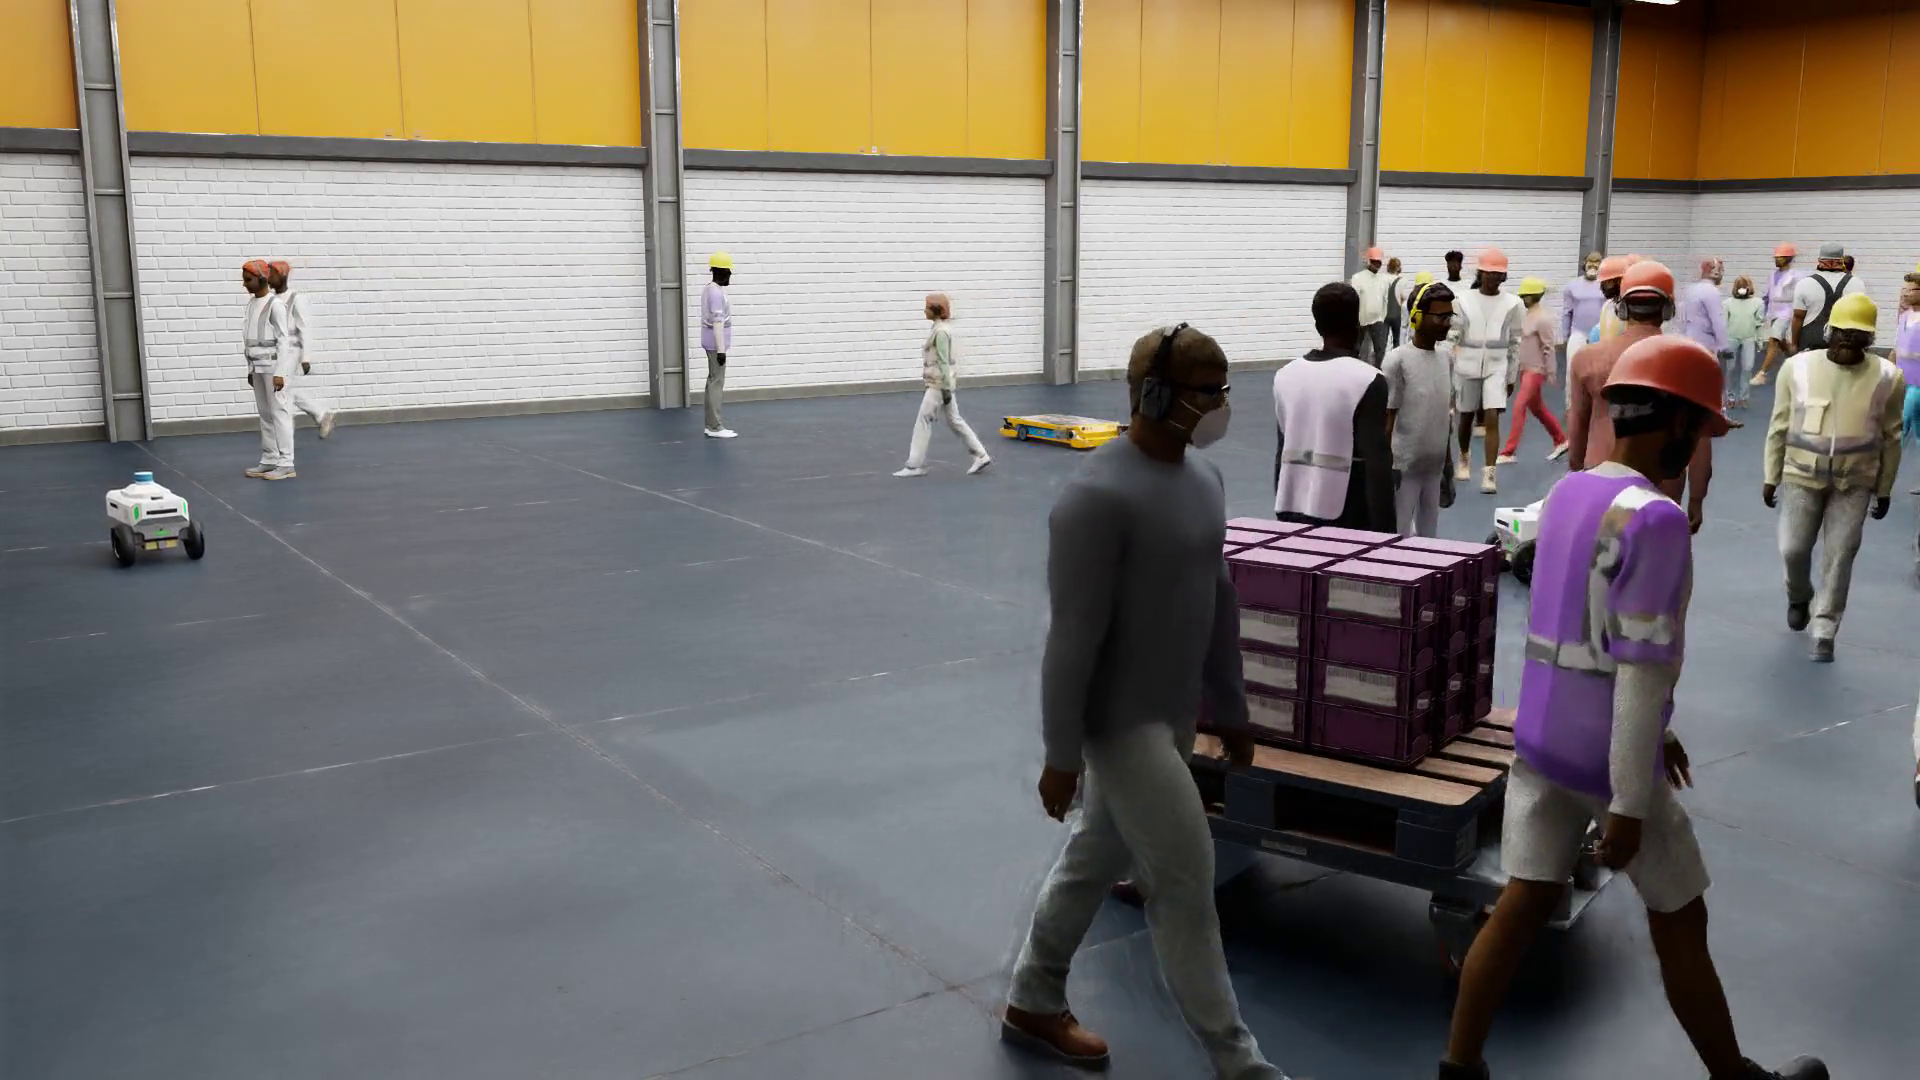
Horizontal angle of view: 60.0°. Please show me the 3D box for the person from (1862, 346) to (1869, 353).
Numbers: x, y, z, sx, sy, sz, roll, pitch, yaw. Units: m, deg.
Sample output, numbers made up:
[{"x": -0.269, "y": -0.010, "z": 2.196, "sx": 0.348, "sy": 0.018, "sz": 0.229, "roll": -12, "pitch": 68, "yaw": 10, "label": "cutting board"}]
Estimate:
[{"x": 10.551, "y": -2.324, "z": 19.834, "sx": 0.856, "sy": 1.597, "sz": 0.524, "roll": -9, "pitch": 14, "yaw": -40, "label": "person"}]

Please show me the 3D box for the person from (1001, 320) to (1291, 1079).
[{"x": 0.489, "y": 0.436, "z": 3.915, "sx": 1.016, "sy": 1.883, "sz": 0.635, "roll": 7, "pitch": 12, "yaw": 32, "label": "person"}]

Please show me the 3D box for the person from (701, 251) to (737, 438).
[{"x": -2.500, "y": -2.025, "z": 17.293, "sx": 0.382, "sy": 1.923, "sz": 0.593, "roll": -3, "pitch": 11, "yaw": -13, "label": "person"}]

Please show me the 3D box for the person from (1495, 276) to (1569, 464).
[{"x": 5.311, "y": -1.563, "z": 15.323, "sx": 0.891, "sy": 1.731, "sz": 0.532, "roll": -2, "pitch": 10, "yaw": -9, "label": "person"}]

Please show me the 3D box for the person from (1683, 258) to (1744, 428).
[{"x": 8.011, "y": -2.128, "z": 18.059, "sx": 1.007, "sy": 1.861, "sz": 0.643, "roll": 2, "pitch": 11, "yaw": 13, "label": "person"}]

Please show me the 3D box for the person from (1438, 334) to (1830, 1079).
[{"x": 1.502, "y": 0.474, "z": 3.774, "sx": 0.974, "sy": 1.854, "sz": 0.572, "roll": -2, "pitch": 10, "yaw": -9, "label": "person"}]

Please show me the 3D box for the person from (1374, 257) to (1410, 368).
[{"x": 6.216, "y": -3.184, "z": 24.006, "sx": 0.503, "sy": 1.808, "sz": 0.945, "roll": 5, "pitch": 12, "yaw": 26, "label": "person"}]

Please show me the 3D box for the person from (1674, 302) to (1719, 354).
[{"x": 8.444, "y": -2.195, "z": 19.065, "sx": 0.502, "sy": 1.611, "sz": 0.681, "roll": 4, "pitch": 11, "yaw": 22, "label": "person"}]

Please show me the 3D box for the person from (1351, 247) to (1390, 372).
[{"x": 5.530, "y": -2.975, "z": 22.467, "sx": 0.622, "sy": 1.942, "sz": 1.012, "roll": -3, "pitch": 11, "yaw": -15, "label": "person"}]

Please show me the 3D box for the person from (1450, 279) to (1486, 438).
[{"x": 5.266, "y": -1.867, "z": 17.105, "sx": 0.541, "sy": 1.677, "sz": 0.626, "roll": 8, "pitch": 13, "yaw": 37, "label": "person"}]

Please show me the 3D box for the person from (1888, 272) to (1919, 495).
[{"x": 7.539, "y": -1.226, "z": 13.271, "sx": 0.988, "sy": 1.792, "sz": 0.593, "roll": 1, "pitch": 10, "yaw": 5, "label": "person"}]

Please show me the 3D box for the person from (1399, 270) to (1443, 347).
[{"x": 5.193, "y": -2.169, "z": 18.677, "sx": 0.484, "sy": 1.714, "sz": 0.745, "roll": 4, "pitch": 11, "yaw": 23, "label": "person"}]

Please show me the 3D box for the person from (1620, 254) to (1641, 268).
[{"x": 7.635, "y": -2.299, "z": 18.935, "sx": 0.949, "sy": 1.867, "sz": 0.562, "roll": 10, "pitch": 14, "yaw": 44, "label": "person"}]

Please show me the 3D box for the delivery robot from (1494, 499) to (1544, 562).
[{"x": 3.643, "y": -0.079, "z": 10.126, "sx": 0.707, "sy": 0.478, "sz": 0.477, "roll": -1, "pitch": 10, "yaw": -5, "label": "delivery robot"}]

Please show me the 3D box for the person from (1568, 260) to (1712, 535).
[{"x": 3.000, "y": -0.243, "z": 7.393, "sx": 0.606, "sy": 1.970, "sz": 0.468, "roll": 4, "pitch": 11, "yaw": 21, "label": "person"}]

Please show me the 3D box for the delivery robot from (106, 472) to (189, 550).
[{"x": -5.266, "y": -0.197, "z": 10.770, "sx": 0.477, "sy": 0.478, "sz": 0.707, "roll": -9, "pitch": 13, "yaw": -39, "label": "delivery robot"}]

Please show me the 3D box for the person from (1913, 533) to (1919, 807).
[{"x": 3.767, "y": 0.070, "z": 6.118, "sx": 0.505, "sy": 1.824, "sz": 0.972, "roll": 8, "pitch": 13, "yaw": 36, "label": "person"}]

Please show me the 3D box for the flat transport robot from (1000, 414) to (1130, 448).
[{"x": 1.077, "y": -1.120, "z": 16.864, "sx": 0.652, "sy": 0.197, "sz": 1.431, "roll": -7, "pitch": 12, "yaw": -33, "label": "flat transport robot"}]

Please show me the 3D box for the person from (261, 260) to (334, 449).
[{"x": -6.620, "y": -1.846, "z": 16.509, "sx": 0.584, "sy": 1.862, "sz": 0.822, "roll": 7, "pitch": 13, "yaw": 34, "label": "person"}]

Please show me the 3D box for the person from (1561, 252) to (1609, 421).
[{"x": 7.045, "y": -2.264, "z": 18.660, "sx": 0.621, "sy": 1.908, "sz": 0.655, "roll": 5, "pitch": 12, "yaw": 26, "label": "person"}]

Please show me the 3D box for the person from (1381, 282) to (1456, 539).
[{"x": 2.235, "y": -0.317, "z": 8.128, "sx": 0.508, "sy": 1.854, "sz": 0.317, "roll": -8, "pitch": 13, "yaw": -36, "label": "person"}]

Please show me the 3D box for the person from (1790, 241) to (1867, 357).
[{"x": 8.868, "y": -2.048, "z": 17.101, "sx": 0.682, "sy": 2.000, "sz": 0.538, "roll": 2, "pitch": 11, "yaw": 12, "label": "person"}]

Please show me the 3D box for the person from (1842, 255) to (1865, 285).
[{"x": 12.283, "y": -3.009, "z": 22.934, "sx": 0.546, "sy": 1.836, "sz": 0.819, "roll": -1, "pitch": 10, "yaw": -7, "label": "person"}]

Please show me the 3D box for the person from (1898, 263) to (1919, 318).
[{"x": 12.947, "y": -2.887, "z": 22.449, "sx": 0.526, "sy": 1.769, "sz": 0.328, "roll": 4, "pitch": 11, "yaw": 23, "label": "person"}]

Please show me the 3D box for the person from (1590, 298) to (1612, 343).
[{"x": 5.508, "y": -1.281, "z": 13.855, "sx": 0.567, "sy": 1.683, "sz": 0.504, "roll": 1, "pitch": 10, "yaw": 3, "label": "person"}]

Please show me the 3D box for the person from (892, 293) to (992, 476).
[{"x": -0.136, "y": -1.344, "z": 14.473, "sx": 0.854, "sy": 1.607, "sz": 0.519, "roll": 0, "pitch": 10, "yaw": 0, "label": "person"}]

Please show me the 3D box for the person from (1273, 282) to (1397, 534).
[{"x": 1.475, "y": -0.075, "z": 6.711, "sx": 0.447, "sy": 1.897, "sz": 0.674, "roll": -7, "pitch": 12, "yaw": -32, "label": "person"}]

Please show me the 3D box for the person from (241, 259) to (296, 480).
[{"x": -5.972, "y": -1.462, "z": 14.319, "sx": 0.574, "sy": 1.884, "sz": 0.355, "roll": 9, "pitch": 14, "yaw": 41, "label": "person"}]

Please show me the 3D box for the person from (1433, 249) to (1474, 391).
[{"x": 5.942, "y": -2.524, "z": 20.010, "sx": 0.616, "sy": 1.933, "sz": 0.916, "roll": 4, "pitch": 11, "yaw": 22, "label": "person"}]

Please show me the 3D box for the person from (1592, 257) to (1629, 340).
[{"x": 5.298, "y": -1.316, "z": 13.451, "sx": 0.484, "sy": 1.905, "sz": 0.555, "roll": -3, "pitch": 11, "yaw": -14, "label": "person"}]

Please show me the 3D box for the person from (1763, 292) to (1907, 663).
[{"x": 4.338, "y": -0.328, "z": 8.289, "sx": 0.606, "sy": 1.814, "sz": 0.591, "roll": 5, "pitch": 12, "yaw": 27, "label": "person"}]

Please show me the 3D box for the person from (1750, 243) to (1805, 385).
[{"x": 11.574, "y": -3.168, "z": 23.384, "sx": 1.048, "sy": 2.004, "sz": 0.620, "roll": -2, "pitch": 11, "yaw": -13, "label": "person"}]

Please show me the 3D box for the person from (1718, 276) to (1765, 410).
[{"x": 9.385, "y": -2.363, "z": 20.017, "sx": 0.520, "sy": 1.606, "sz": 0.670, "roll": 4, "pitch": 11, "yaw": 23, "label": "person"}]

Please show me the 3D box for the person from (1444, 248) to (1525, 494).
[{"x": 4.334, "y": -1.422, "z": 13.820, "sx": 0.623, "sy": 2.000, "sz": 1.048, "roll": 3, "pitch": 11, "yaw": 14, "label": "person"}]
